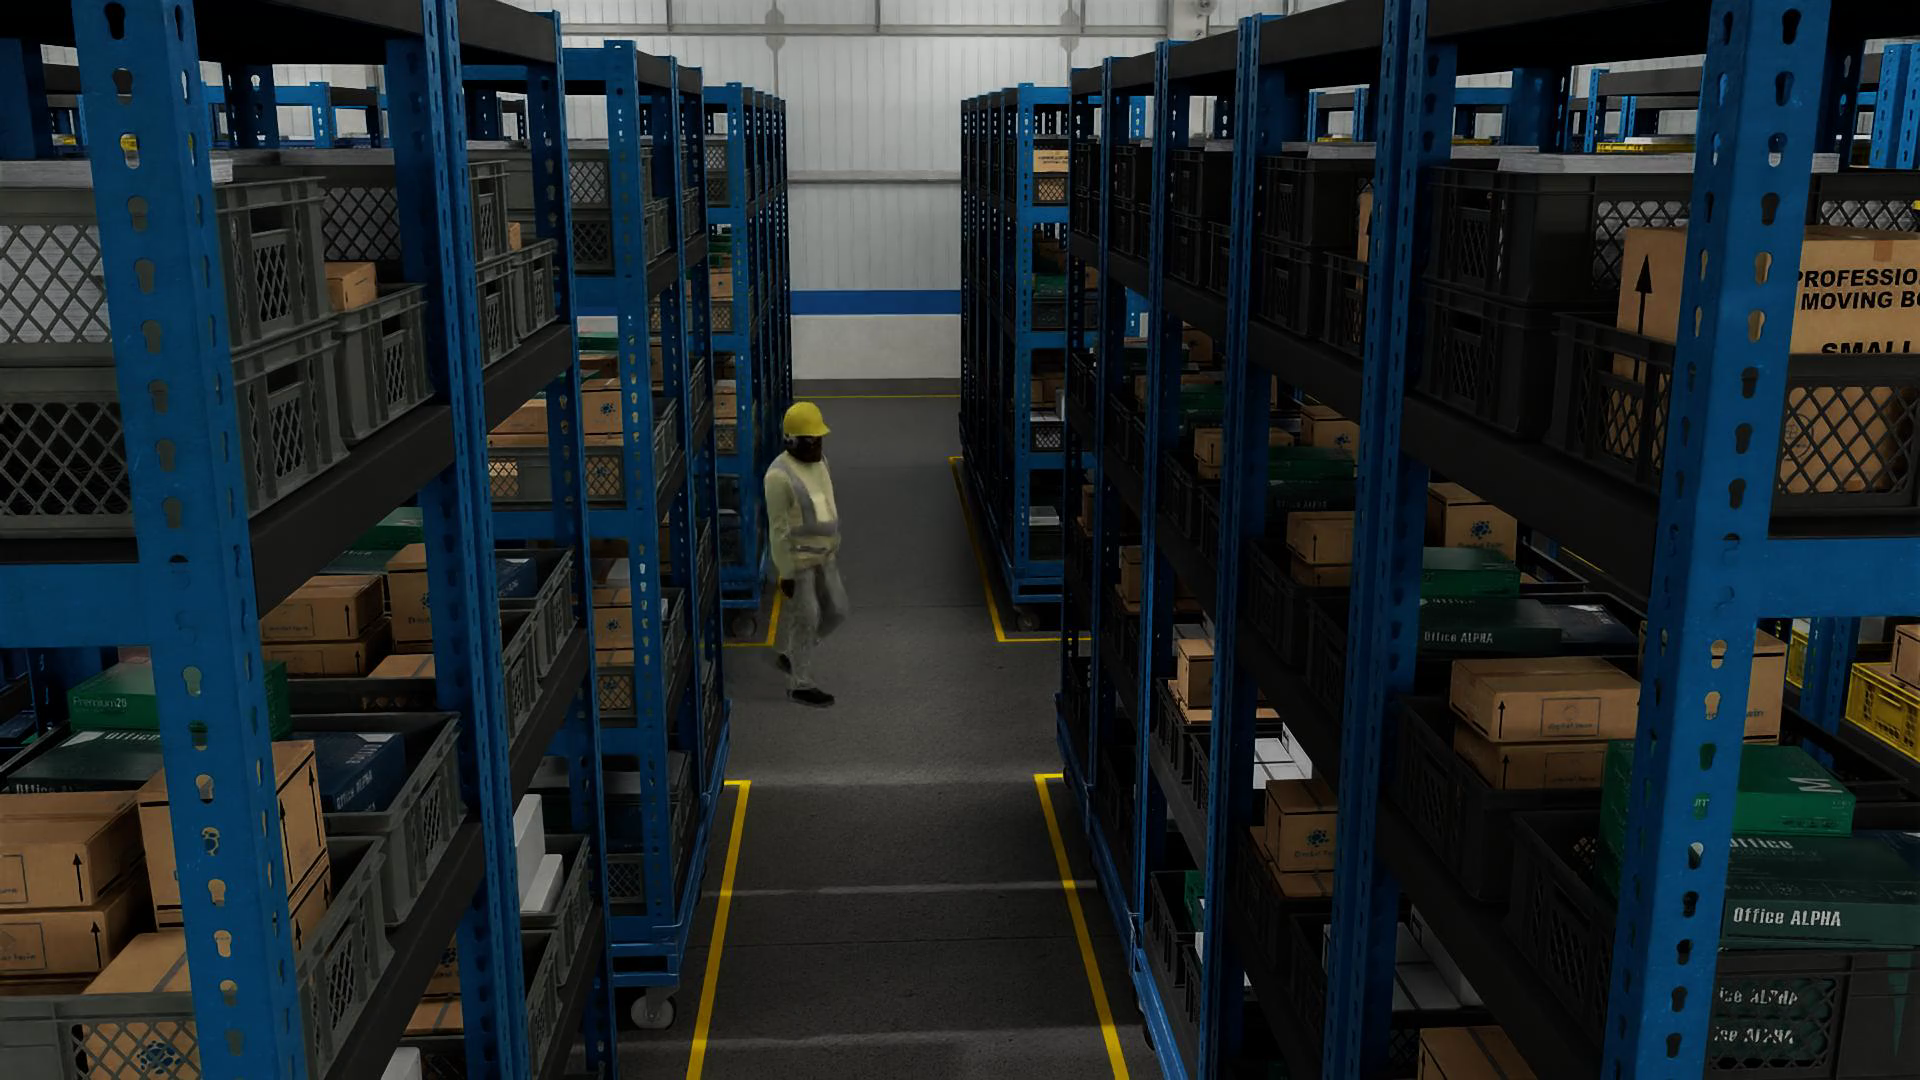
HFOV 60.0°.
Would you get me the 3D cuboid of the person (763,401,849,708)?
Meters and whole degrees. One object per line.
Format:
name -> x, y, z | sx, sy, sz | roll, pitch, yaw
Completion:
person -> -0.889, 0.087, 9.657 | 0.429, 1.810, 0.612 | 6, 15, 22
